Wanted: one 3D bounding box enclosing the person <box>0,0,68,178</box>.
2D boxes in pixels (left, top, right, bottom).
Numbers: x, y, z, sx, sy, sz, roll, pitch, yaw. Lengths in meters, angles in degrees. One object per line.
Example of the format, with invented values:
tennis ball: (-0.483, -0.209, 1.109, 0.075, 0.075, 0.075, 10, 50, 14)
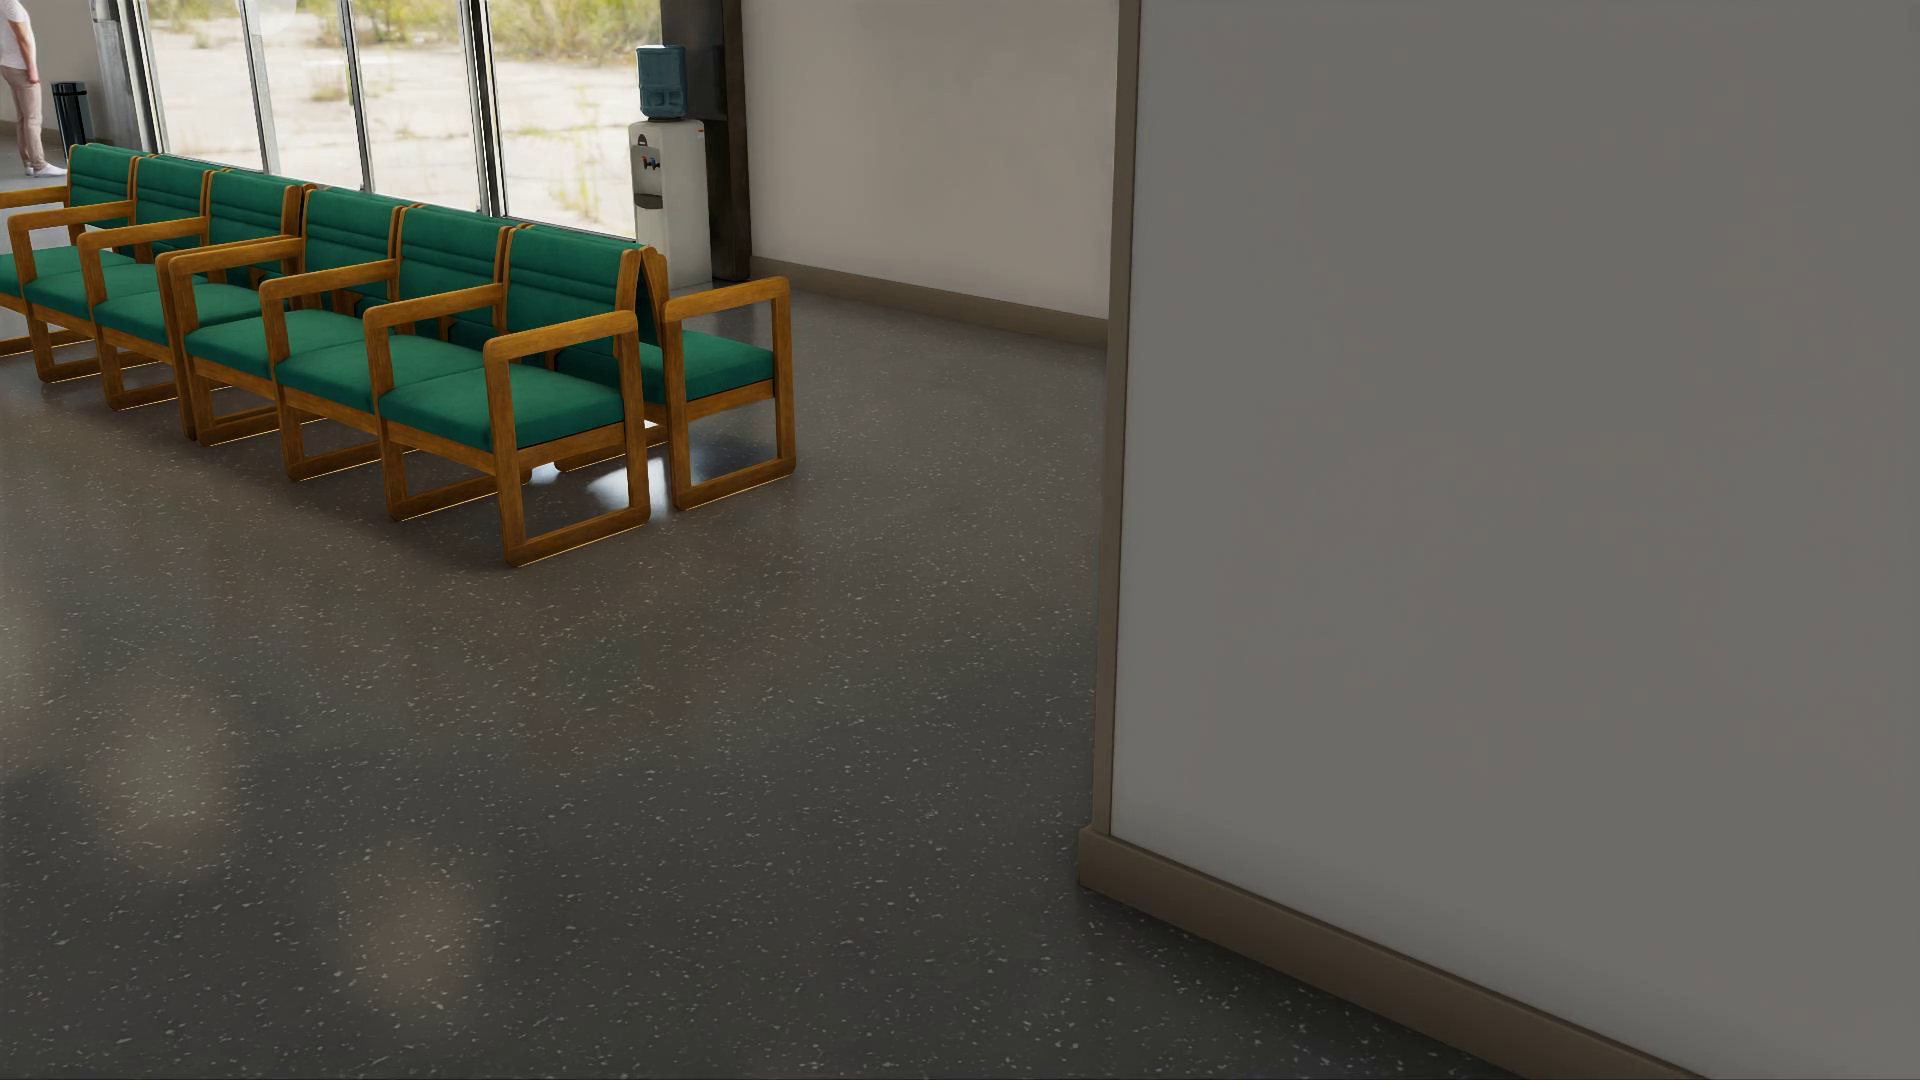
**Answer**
person: (-8.469, -4.248, 15.001, 0.638, 1.884, 0.712, -17, 27, -38)
